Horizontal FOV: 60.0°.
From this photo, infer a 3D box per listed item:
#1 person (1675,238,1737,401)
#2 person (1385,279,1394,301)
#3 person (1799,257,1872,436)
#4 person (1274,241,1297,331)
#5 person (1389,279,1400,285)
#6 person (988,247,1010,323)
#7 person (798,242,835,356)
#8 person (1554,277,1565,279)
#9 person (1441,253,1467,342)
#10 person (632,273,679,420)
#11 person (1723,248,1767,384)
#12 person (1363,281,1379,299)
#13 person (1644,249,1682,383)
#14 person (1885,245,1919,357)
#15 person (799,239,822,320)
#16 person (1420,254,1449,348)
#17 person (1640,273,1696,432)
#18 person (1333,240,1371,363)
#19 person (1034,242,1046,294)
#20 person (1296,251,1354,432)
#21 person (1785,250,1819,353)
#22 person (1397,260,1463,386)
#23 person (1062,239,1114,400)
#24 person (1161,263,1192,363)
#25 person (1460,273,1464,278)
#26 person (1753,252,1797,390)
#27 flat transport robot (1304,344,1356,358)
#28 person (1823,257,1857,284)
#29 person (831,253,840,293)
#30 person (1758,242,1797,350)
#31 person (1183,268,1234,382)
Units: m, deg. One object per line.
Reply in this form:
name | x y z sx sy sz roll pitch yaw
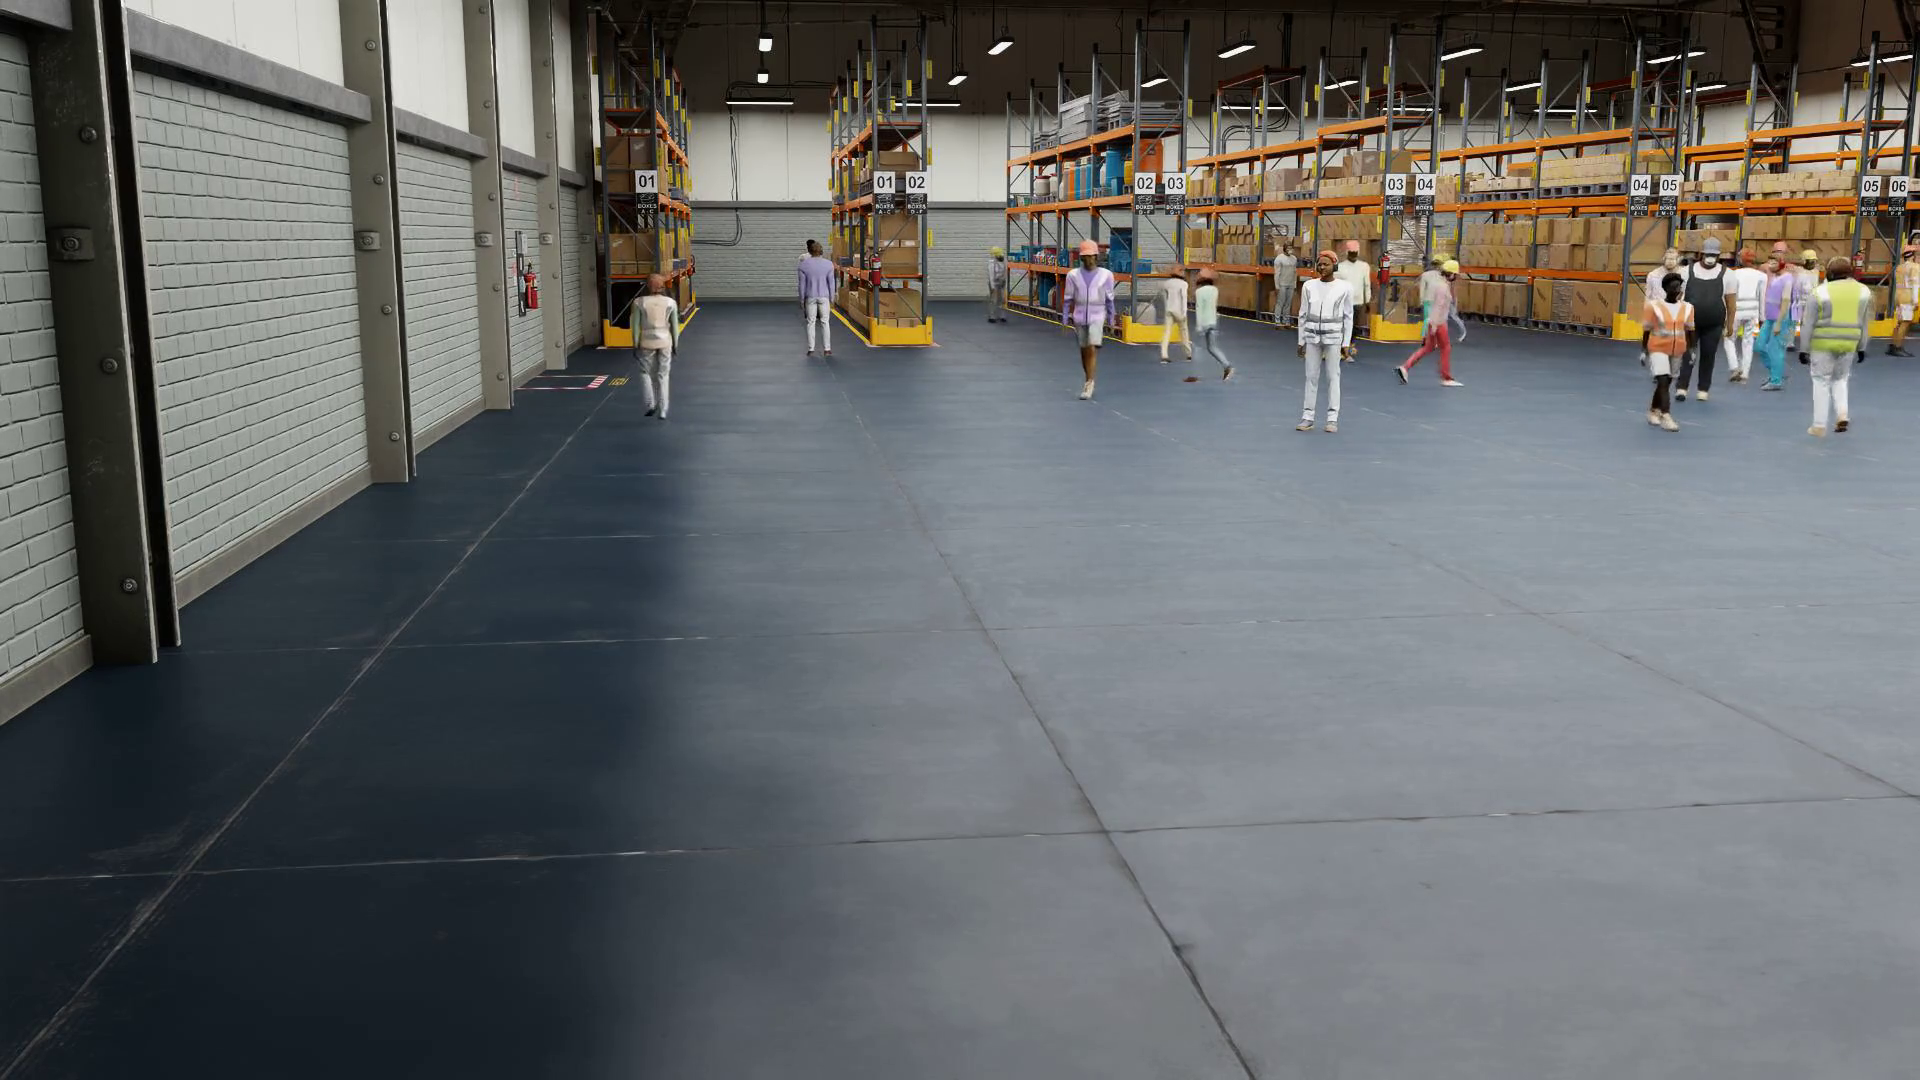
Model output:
person | 9.147 -2.710 20.450 0.705 2.000 0.807 5 11 23
person | 11.035 -6.822 43.309 0.597 1.914 0.417 -1 10 -5
person | 8.874 -1.960 16.927 0.648 1.823 0.451 1 10 3
person | 7.052 -5.497 36.035 0.628 1.933 0.356 -8 13 -36
person | 13.169 -8.078 50.273 0.597 1.893 0.482 -8 13 -36
person | 0.901 -5.963 38.972 0.612 1.785 0.724 -9 13 -40
person | -2.441 -4.105 28.376 0.627 1.941 0.370 0 10 -3
person | 17.887 -7.846 49.027 0.663 1.884 0.526 -3 11 -14
person | 9.461 -4.664 32.026 0.762 1.722 0.539 -4 11 -21
person | -3.399 -2.155 18.544 0.542 1.622 0.437 -4 11 -21
person | 10.826 -3.091 23.011 0.618 1.866 0.485 1 10 7
person | 10.410 -6.565 42.108 0.663 1.846 1.033 -1 10 -4
person | 9.957 -3.150 23.367 0.672 1.866 0.969 5 12 26
person | 15.979 -4.030 28.148 0.382 1.887 0.590 1 10 4
person | -3.635 -6.365 40.690 0.606 1.966 0.367 1 10 5
person | 8.613 -4.335 30.266 0.528 1.734 0.845 4 11 22
person | 7.494 -2.001 17.628 0.543 1.654 0.862 -1 10 -4
person | 6.338 -3.878 27.018 0.635 1.981 0.618 -1 10 -5
person | 2.410 -7.699 48.282 0.968 1.870 0.566 7 13 35
person | 3.796 -2.066 17.353 0.573 1.883 0.355 6 12 29
person | 14.683 -4.110 28.790 0.613 1.789 0.881 -3 11 -16
person | 6.426 -2.950 22.635 0.822 1.720 0.568 2 11 12
person | 1.637 -2.797 21.040 0.628 2.004 1.013 3 11 16
person | 3.541 -3.663 26.883 0.825 1.585 0.523 -10 14 -43
person | 15.326 -8.265 51.082 1.059 1.991 0.621 -1 10 -5
person | 10.746 -2.867 21.898 0.452 1.820 0.595 0 10 2
flat transport robot | 6.227 -3.187 27.920 0.652 0.197 1.431 4 11 21
person | 13.862 -3.610 26.259 0.479 1.717 0.741 6 12 30
person | -3.711 -7.629 48.595 0.654 1.609 0.501 6 12 31
person | 14.016 -4.132 28.542 0.633 1.940 1.041 4 11 21
person | 3.482 -2.982 23.126 0.512 1.606 0.654 -10 14 -42
